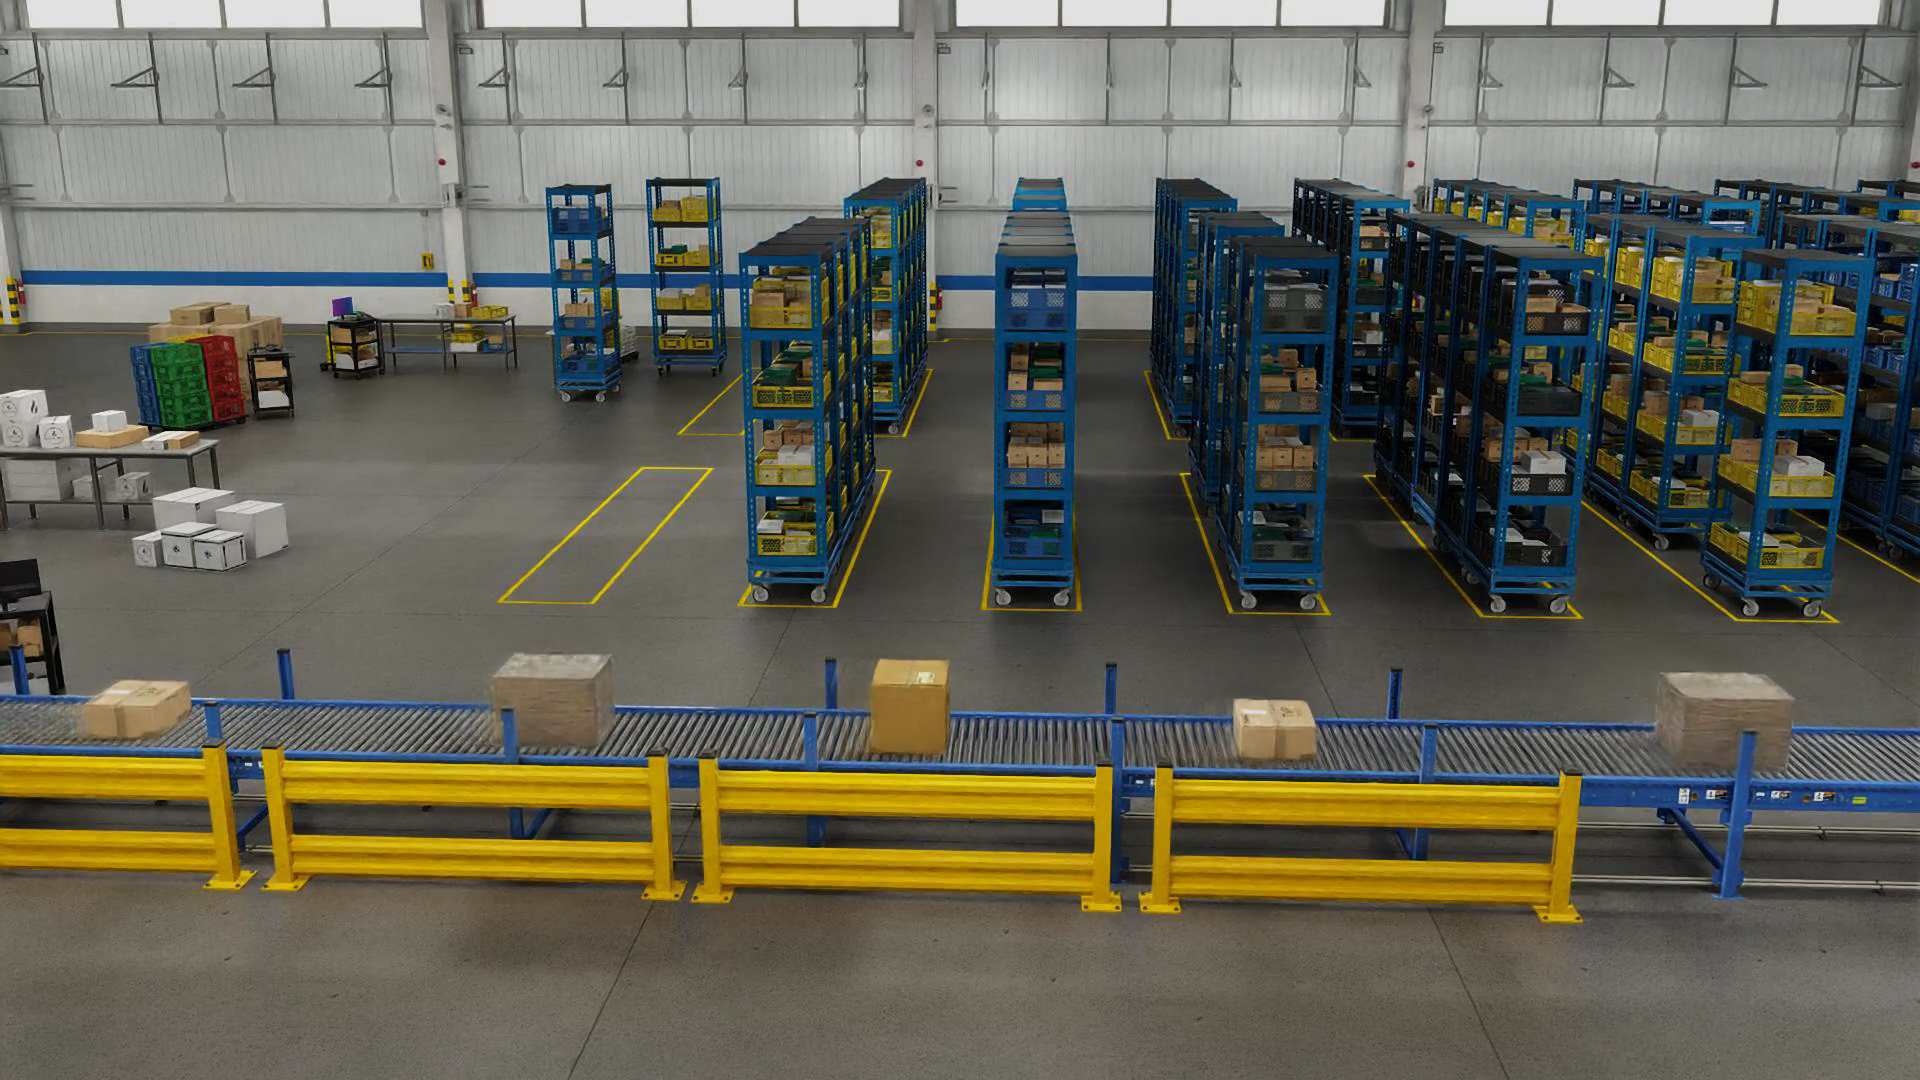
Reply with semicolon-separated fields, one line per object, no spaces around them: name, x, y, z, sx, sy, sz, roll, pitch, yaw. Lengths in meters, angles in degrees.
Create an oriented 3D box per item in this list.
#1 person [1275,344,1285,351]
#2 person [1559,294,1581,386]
person;6.128;-4.327;32.124;0.441;1.829;0.606;-2;15;-8
person;9.933;-3.072;27.205;0.430;1.981;0.631;-2;15;-8
